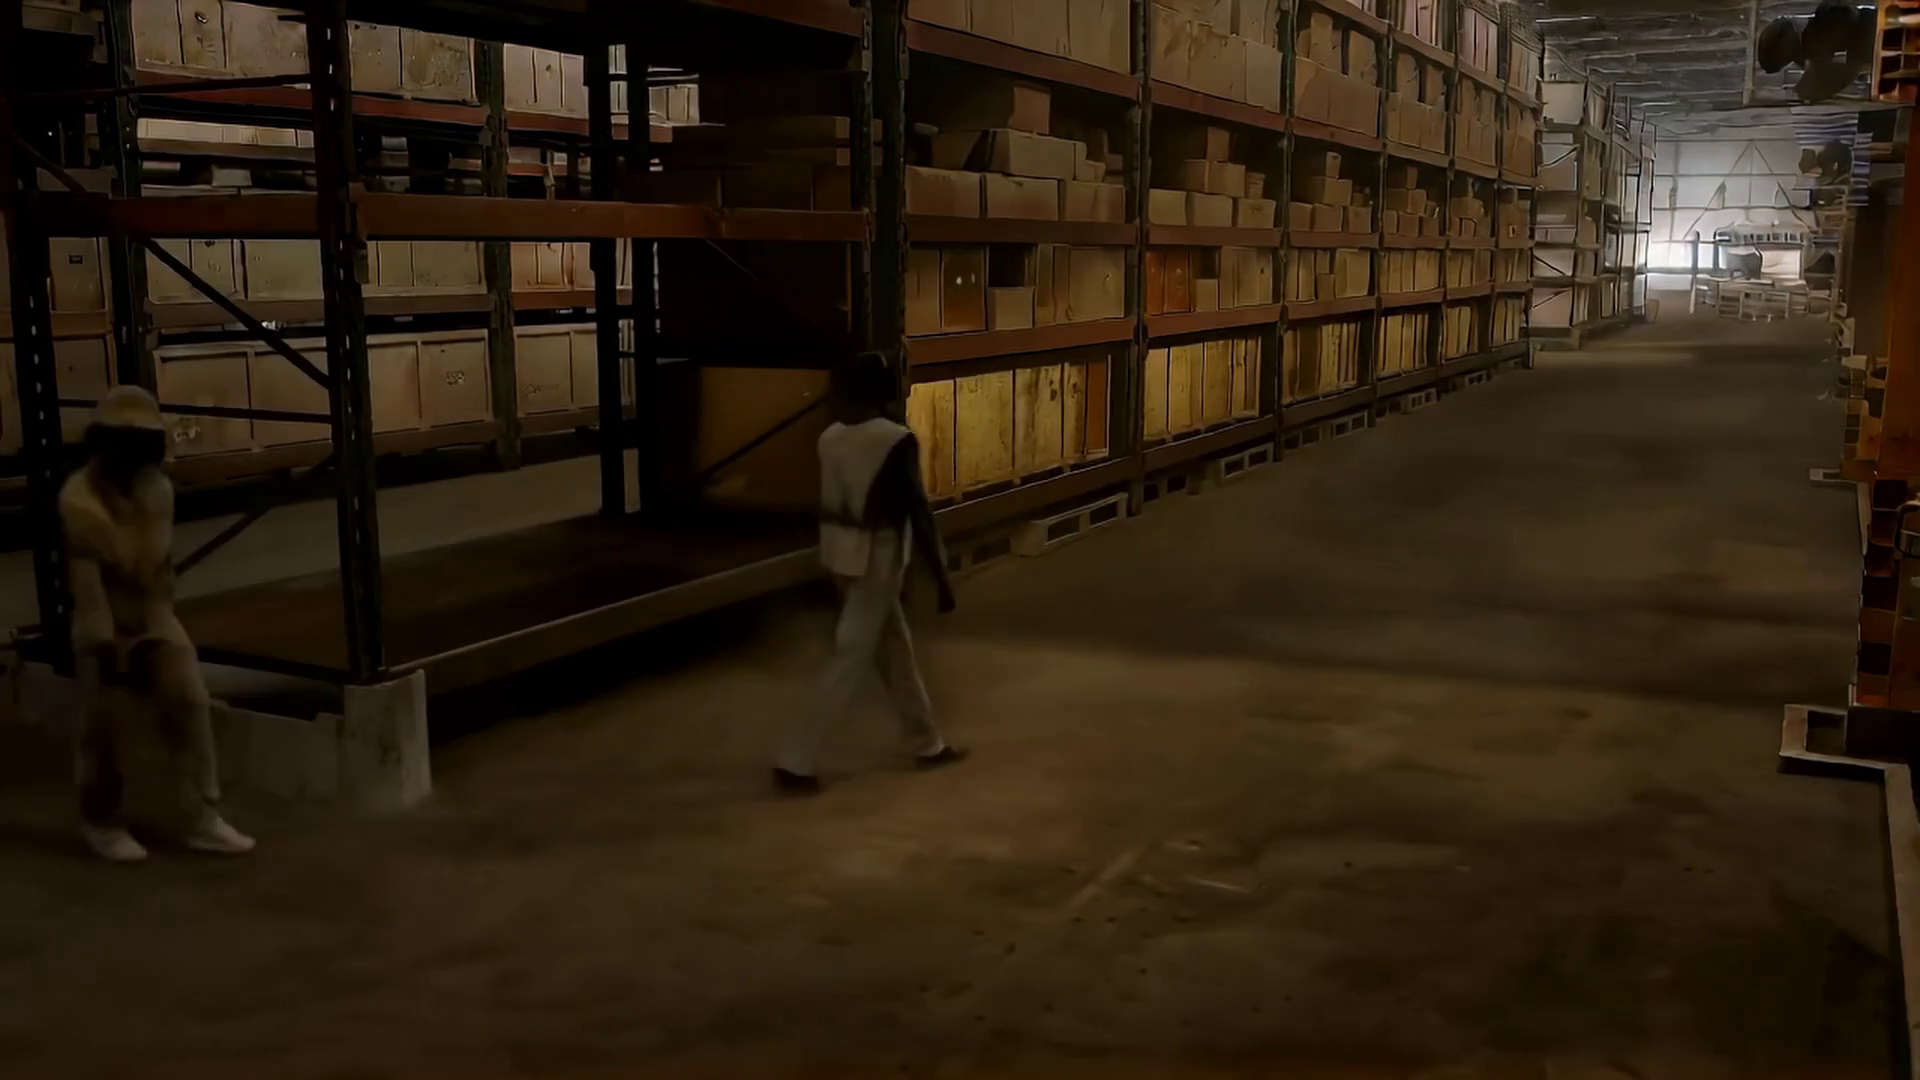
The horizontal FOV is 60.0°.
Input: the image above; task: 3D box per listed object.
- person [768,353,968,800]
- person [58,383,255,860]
[{"bbox_3d":[-0.392,0.138,6.754,0.993,1.780,0.582,-6,12,-33],"label":"person"},{"bbox_3d":[-2.874,0.317,5.889,0.723,1.718,0.499,4,11,24],"label":"person"}]
